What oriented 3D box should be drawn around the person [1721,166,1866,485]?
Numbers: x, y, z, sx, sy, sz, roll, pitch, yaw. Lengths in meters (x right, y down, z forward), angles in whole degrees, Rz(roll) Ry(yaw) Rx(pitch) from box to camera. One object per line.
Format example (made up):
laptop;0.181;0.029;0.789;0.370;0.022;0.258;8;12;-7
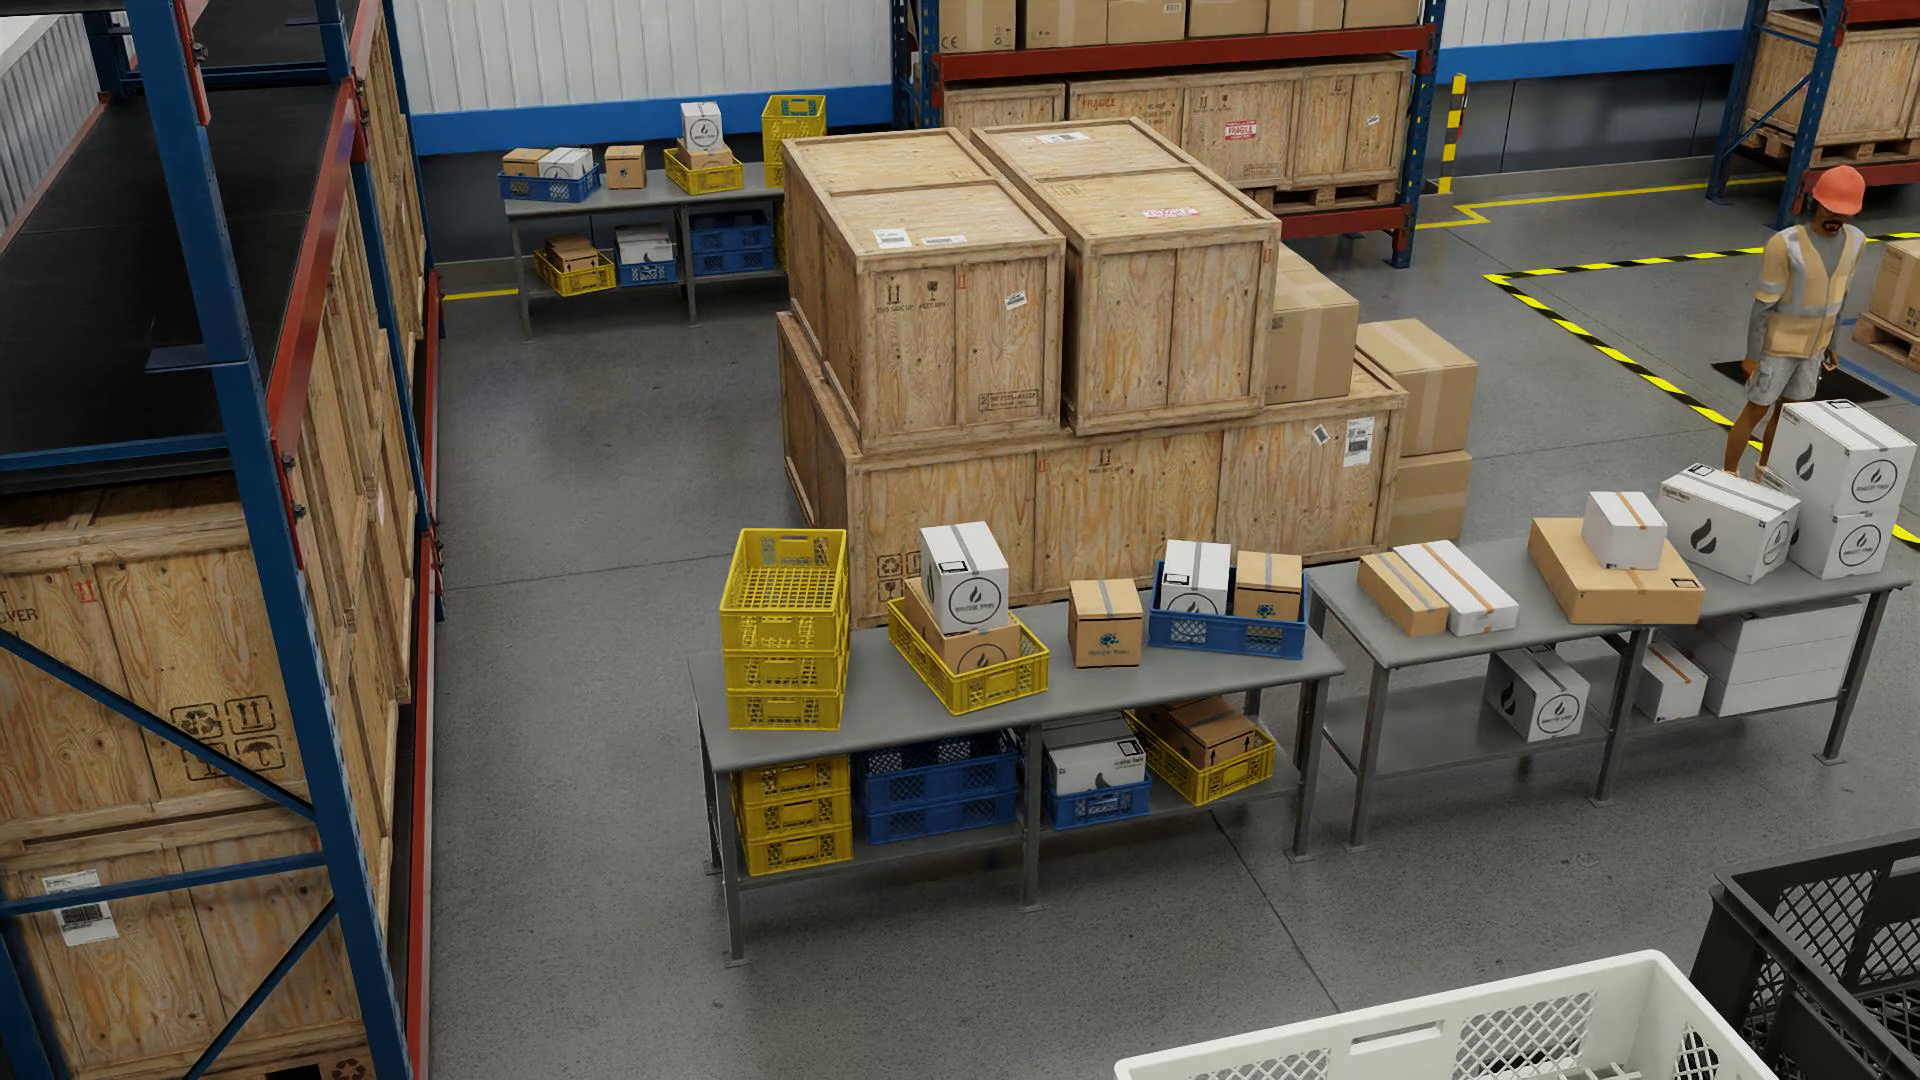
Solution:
person;4.658;-1.083;9.250;0.613;2.036;0.387;-8;30;-14
